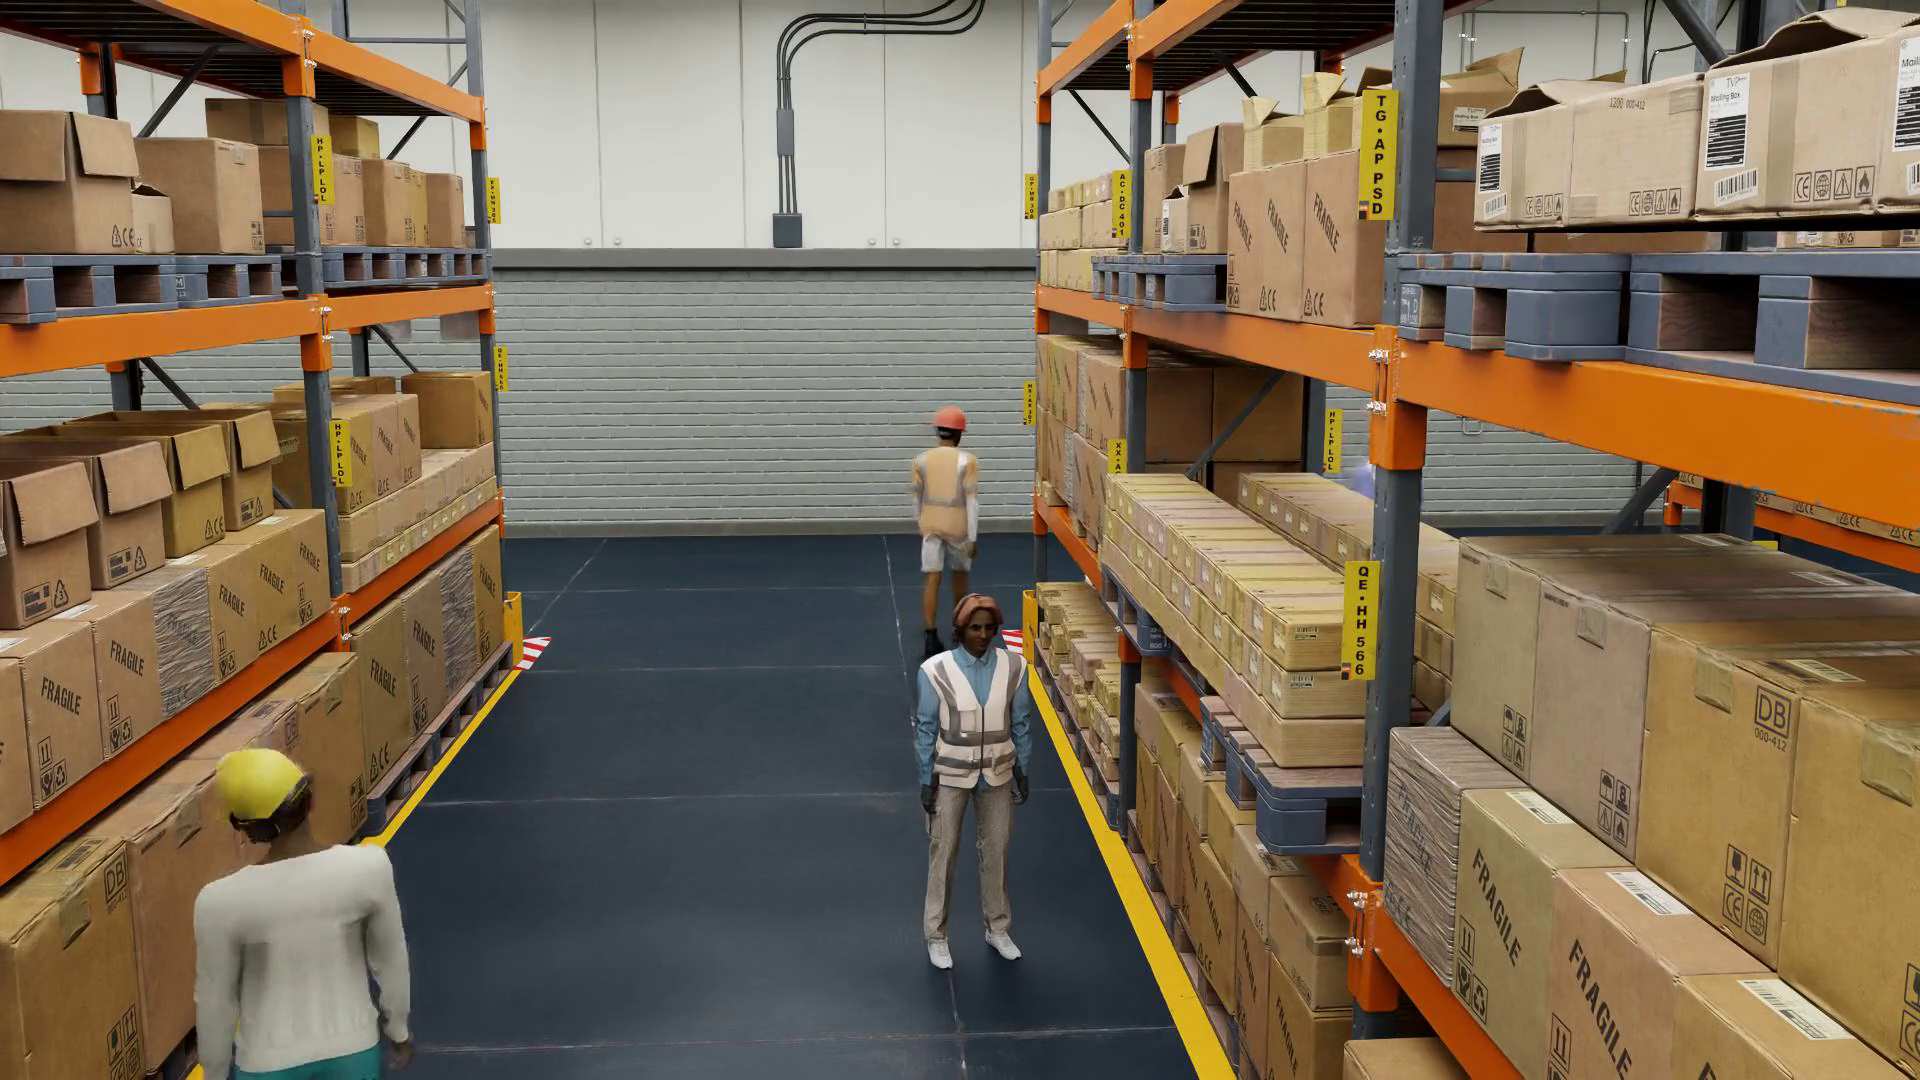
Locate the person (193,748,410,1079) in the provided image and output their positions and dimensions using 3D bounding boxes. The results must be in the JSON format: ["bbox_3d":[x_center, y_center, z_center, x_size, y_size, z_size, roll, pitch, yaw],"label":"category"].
[{"bbox_3d":[-1.777,1.412,4.541,0.561,1.741,0.340,-6,11,-30],"label":"person"}]

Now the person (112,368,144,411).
[{"bbox_3d":[-8.370,-0.794,16.835,0.373,1.966,0.605,-6,11,-33],"label":"person"}]

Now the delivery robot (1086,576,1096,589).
[{"bbox_3d":[1.363,0.406,13.645,0.477,0.478,0.707,-8,13,-40],"label":"delivery robot"}]

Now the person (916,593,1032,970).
[{"bbox_3d":[0.057,1.025,7.124,0.513,1.631,0.318,-3,10,-18],"label":"person"}]

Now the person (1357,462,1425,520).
[{"bbox_3d":[3.175,0.004,12.386,0.538,1.897,0.997,-1,10,-6],"label":"person"}]

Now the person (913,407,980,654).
[{"bbox_3d":[-0.107,-0.084,12.914,0.554,1.887,0.950,3,10,14],"label":"person"}]
